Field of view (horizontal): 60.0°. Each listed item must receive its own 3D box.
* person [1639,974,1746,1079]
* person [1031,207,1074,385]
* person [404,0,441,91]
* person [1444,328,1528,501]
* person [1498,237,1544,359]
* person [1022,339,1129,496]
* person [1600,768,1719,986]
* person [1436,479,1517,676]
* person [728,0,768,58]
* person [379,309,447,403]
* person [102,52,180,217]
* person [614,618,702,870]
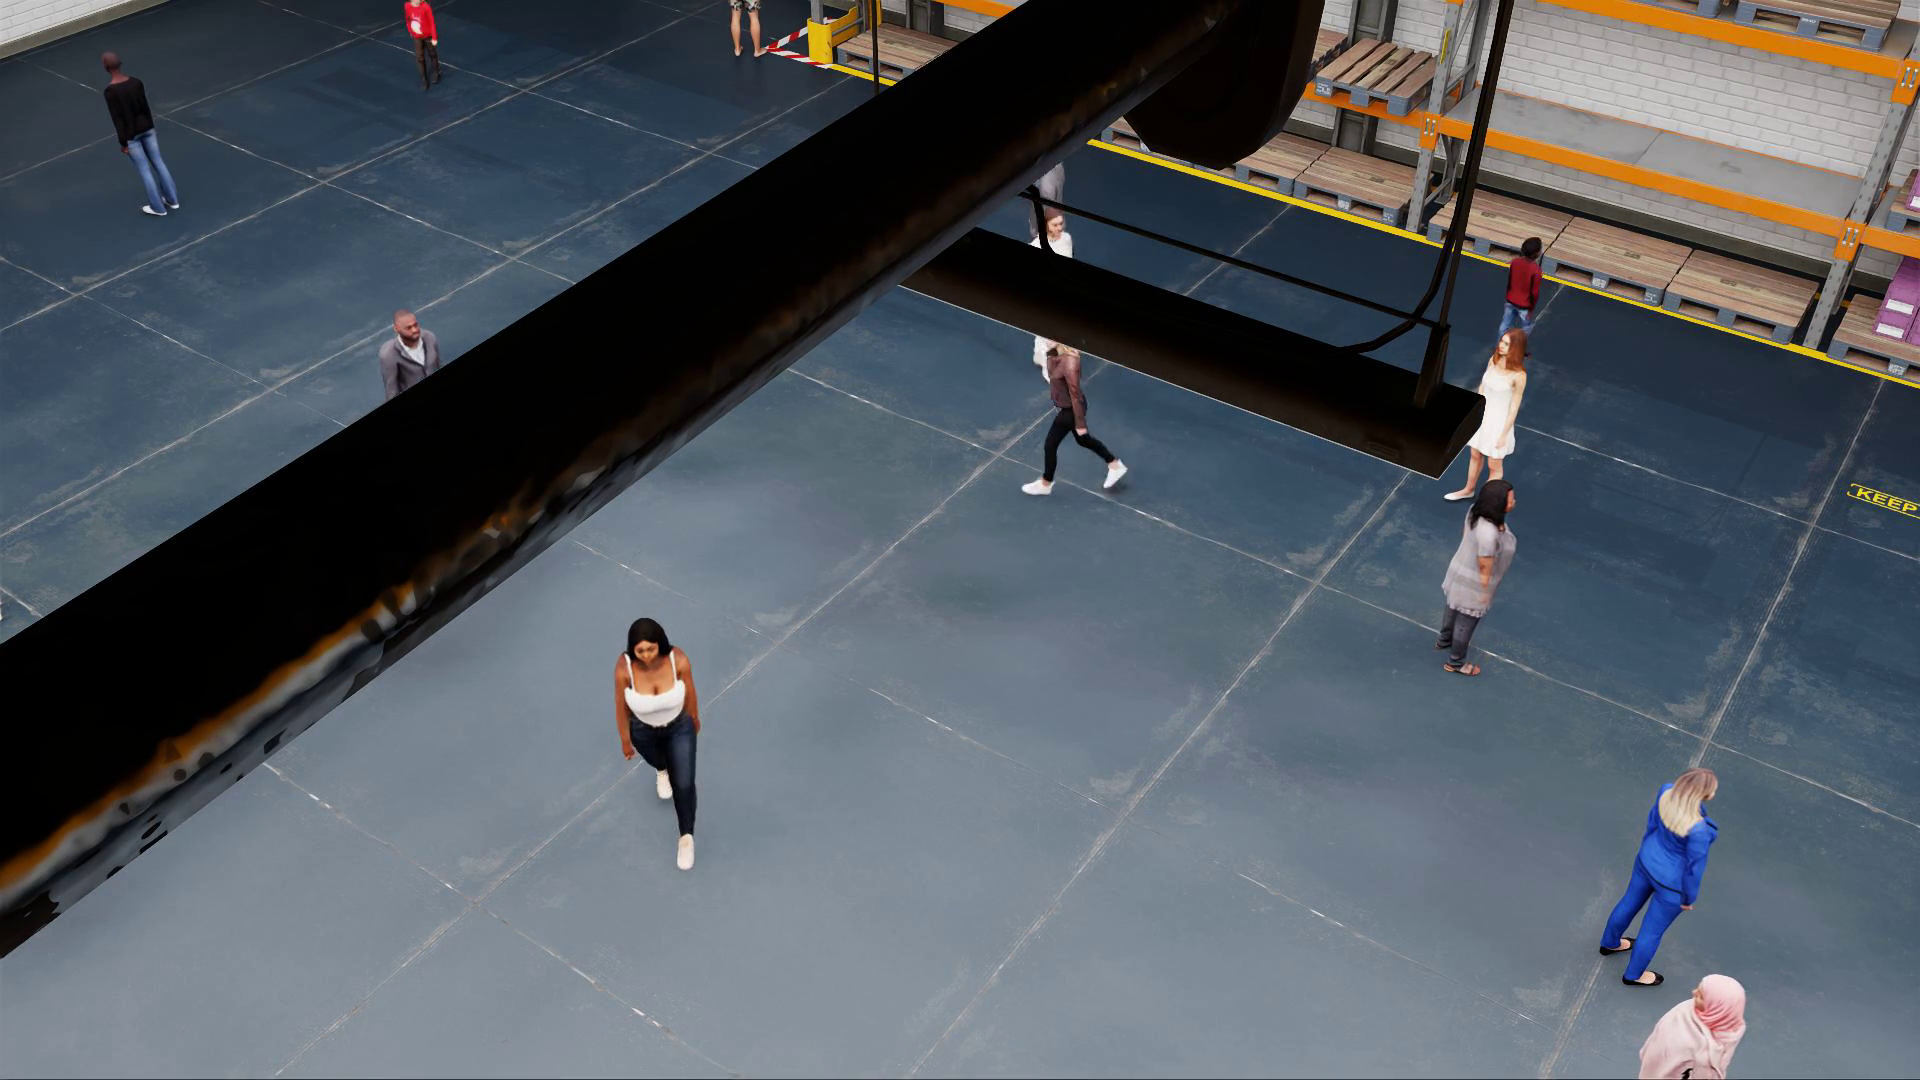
[{"bbox_3d":[3.646,2.806,8.474,0.673,1.803,0.695,13,40,15],"label":"person"},{"bbox_3d":[0.752,-2.255,14.916,0.708,1.673,0.816,-28,47,-31],"label":"person"},{"bbox_3d":[-6.482,-6.116,20.083,0.811,1.258,0.845,0,39,1],"label":"person"},{"bbox_3d":[4.256,-0.949,13.250,0.704,1.711,0.608,-17,42,-20],"label":"person"},{"bbox_3d":[5.067,-2.166,15.146,0.639,1.247,0.548,-26,46,-29],"label":"person"},{"bbox_3d":[0.978,-1.039,13.411,1.170,1.651,1.057,-4,39,-6],"label":"person"},{"bbox_3d":[4.076,1.933,9.650,0.765,1.700,0.690,-9,39,-11],"label":"person"},{"bbox_3d":[3.662,0.235,11.847,0.814,1.611,0.764,0,39,-1],"label":"person"},{"bbox_3d":[-2.701,-6.908,20.628,0.659,1.815,0.807,6,39,7],"label":"person"},{"bbox_3d":[-4.335,-1.069,13.325,0.933,1.805,0.782,28,47,31],"label":"person"},{"bbox_3d":[-8.571,-4.237,17.337,0.540,1.748,0.593,21,43,25],"label":"person"},{"bbox_3d":[-1.918,1.138,10.598,1.187,1.759,1.219,-5,39,-6],"label":"person"}]
